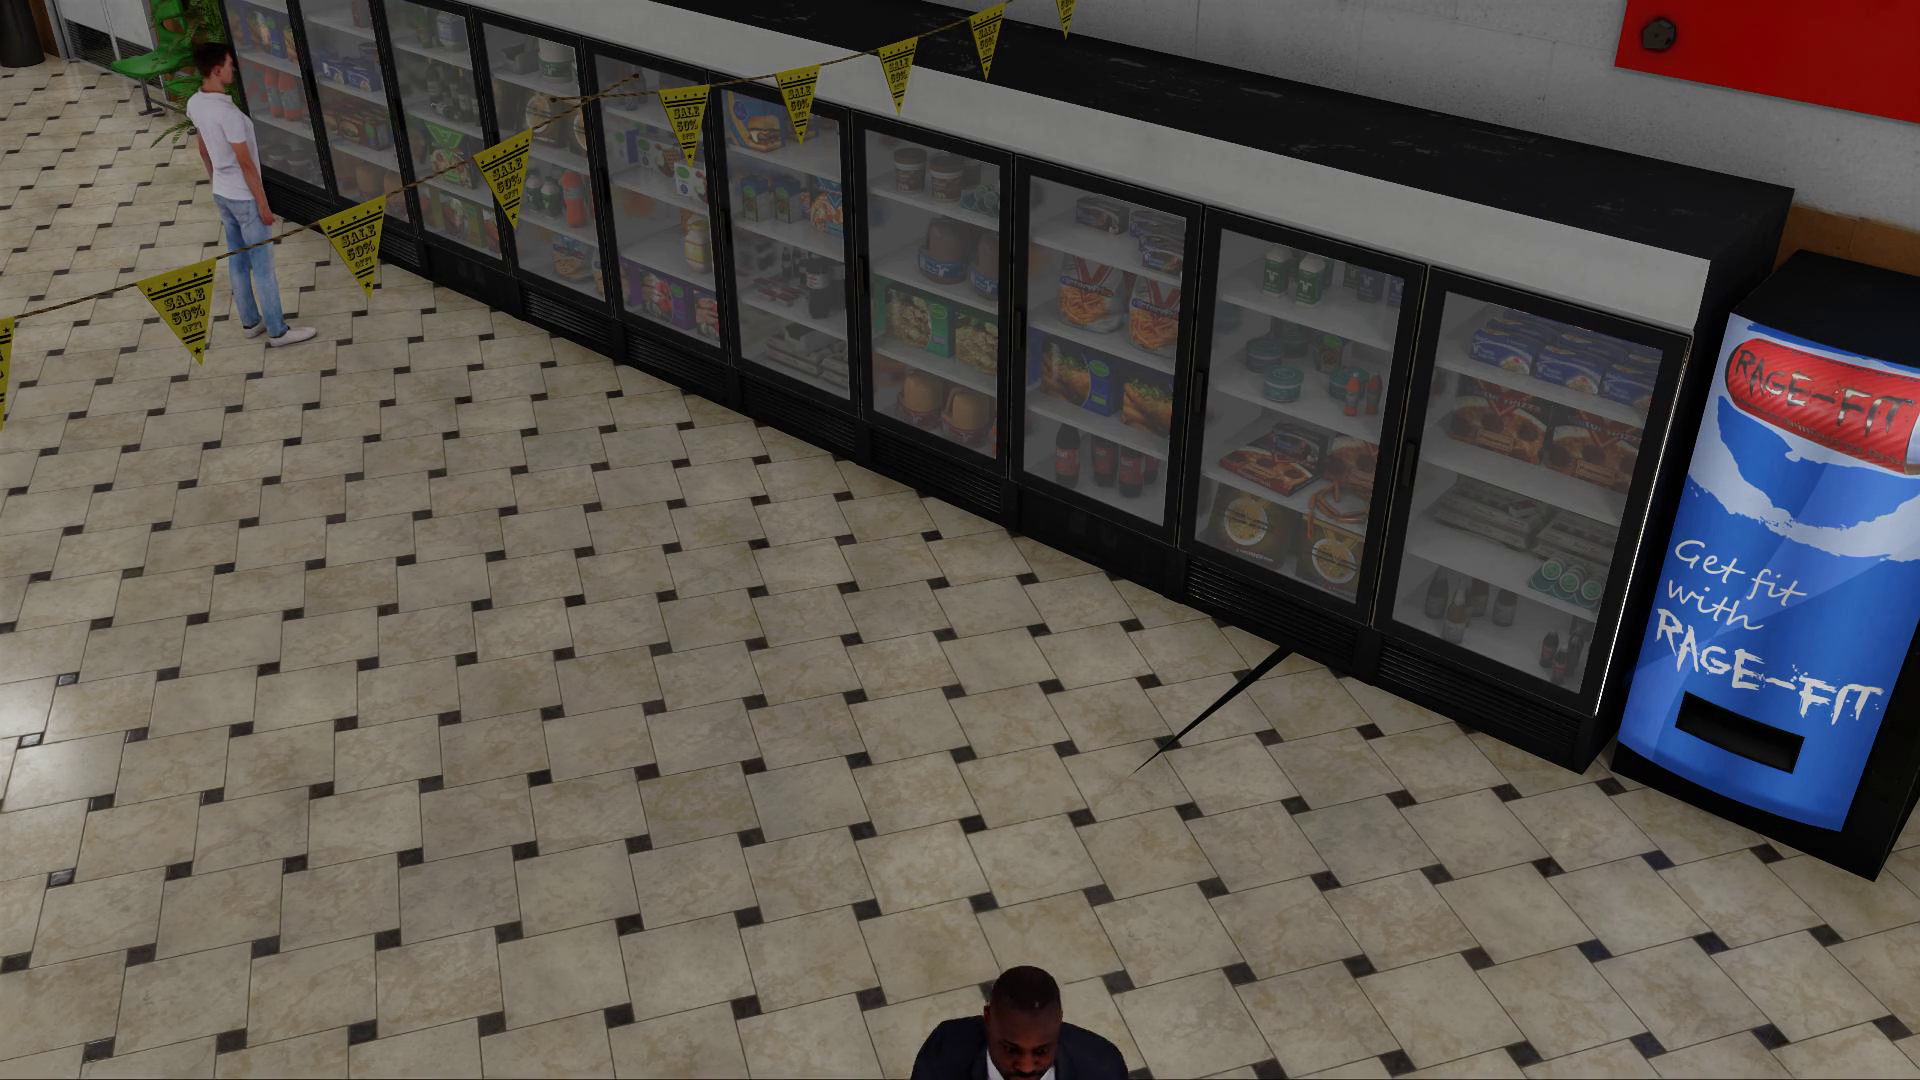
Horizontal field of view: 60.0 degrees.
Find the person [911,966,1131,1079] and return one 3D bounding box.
[{"bbox_3d":[0.131,1.649,4.160,0.926,1.804,0.988,2,32,3],"label":"person"}]

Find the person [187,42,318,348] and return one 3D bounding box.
[{"bbox_3d":[-4.386,-2.089,10.116,0.645,1.857,0.532,23,38,32],"label":"person"}]
